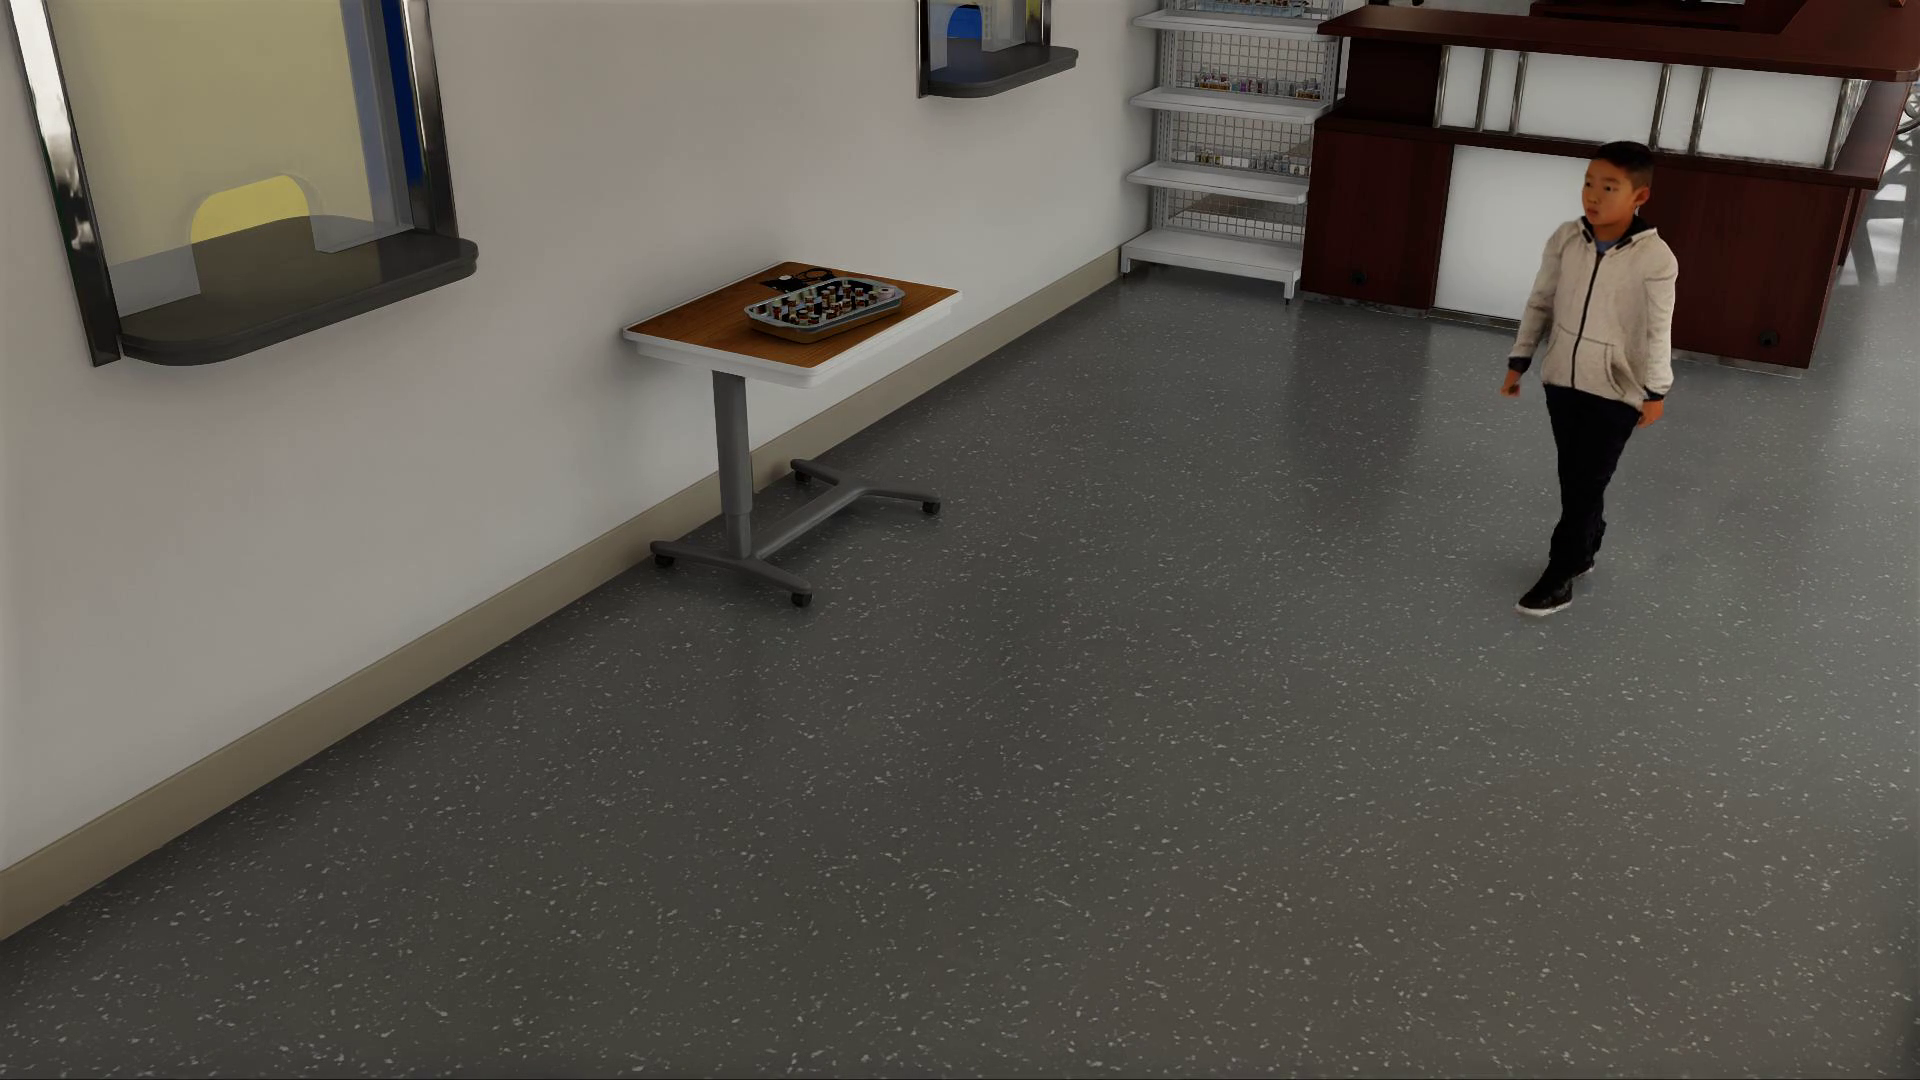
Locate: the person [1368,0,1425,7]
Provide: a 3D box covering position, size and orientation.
[{"bbox_3d":[4.365,-6.151,16.270,0.916,1.913,1.086,-19,32,-34],"label":"person"}]

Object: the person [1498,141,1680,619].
[{"bbox_3d":[1.995,-0.498,5.107,0.822,1.428,0.798,-19,31,-33],"label":"person"}]
